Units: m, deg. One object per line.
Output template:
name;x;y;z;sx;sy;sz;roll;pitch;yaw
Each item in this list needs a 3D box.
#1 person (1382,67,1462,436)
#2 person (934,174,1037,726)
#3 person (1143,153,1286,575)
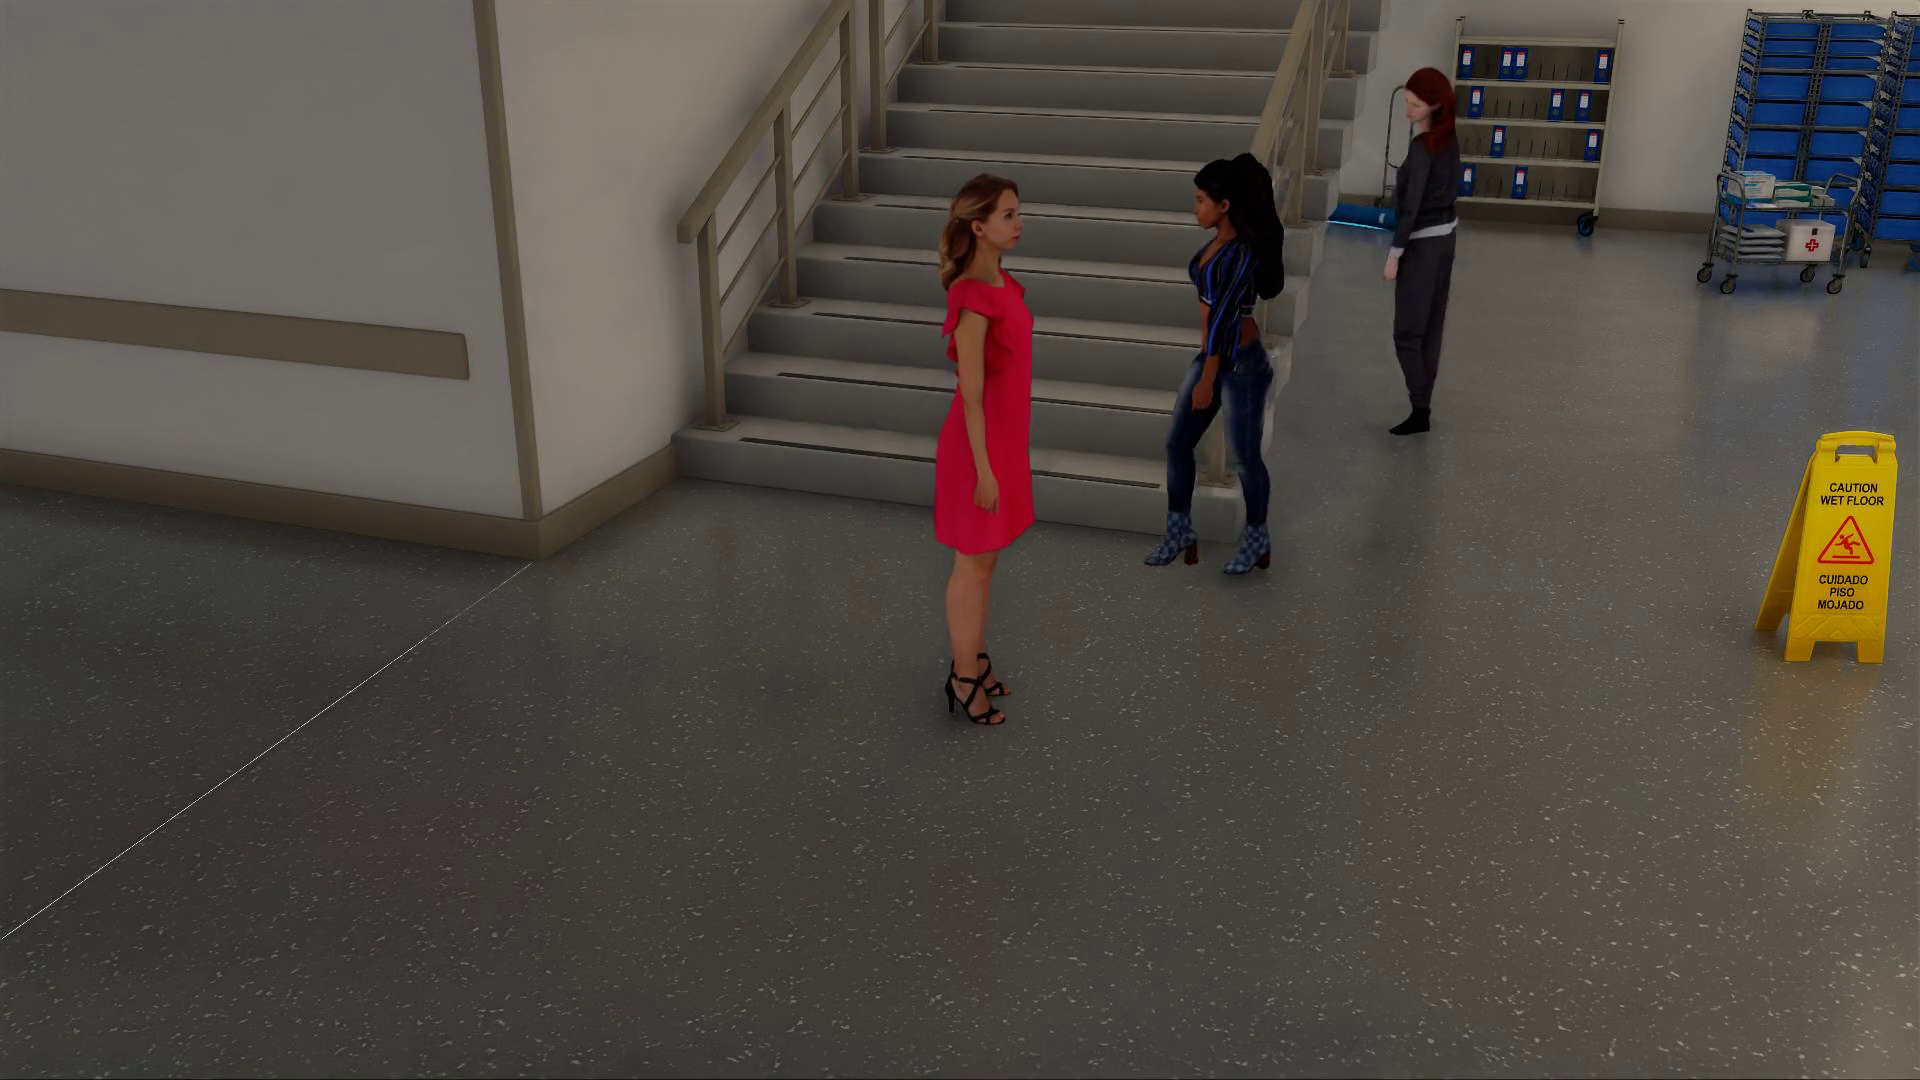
person;2.297;-1.406;8.113;0.563;1.751;0.845;-18;27;-39
person;0.052;-0.279;5.167;0.648;1.728;0.500;5;21;14
person;1.087;-0.626;6.256;0.884;1.606;0.827;-7;22;-17
